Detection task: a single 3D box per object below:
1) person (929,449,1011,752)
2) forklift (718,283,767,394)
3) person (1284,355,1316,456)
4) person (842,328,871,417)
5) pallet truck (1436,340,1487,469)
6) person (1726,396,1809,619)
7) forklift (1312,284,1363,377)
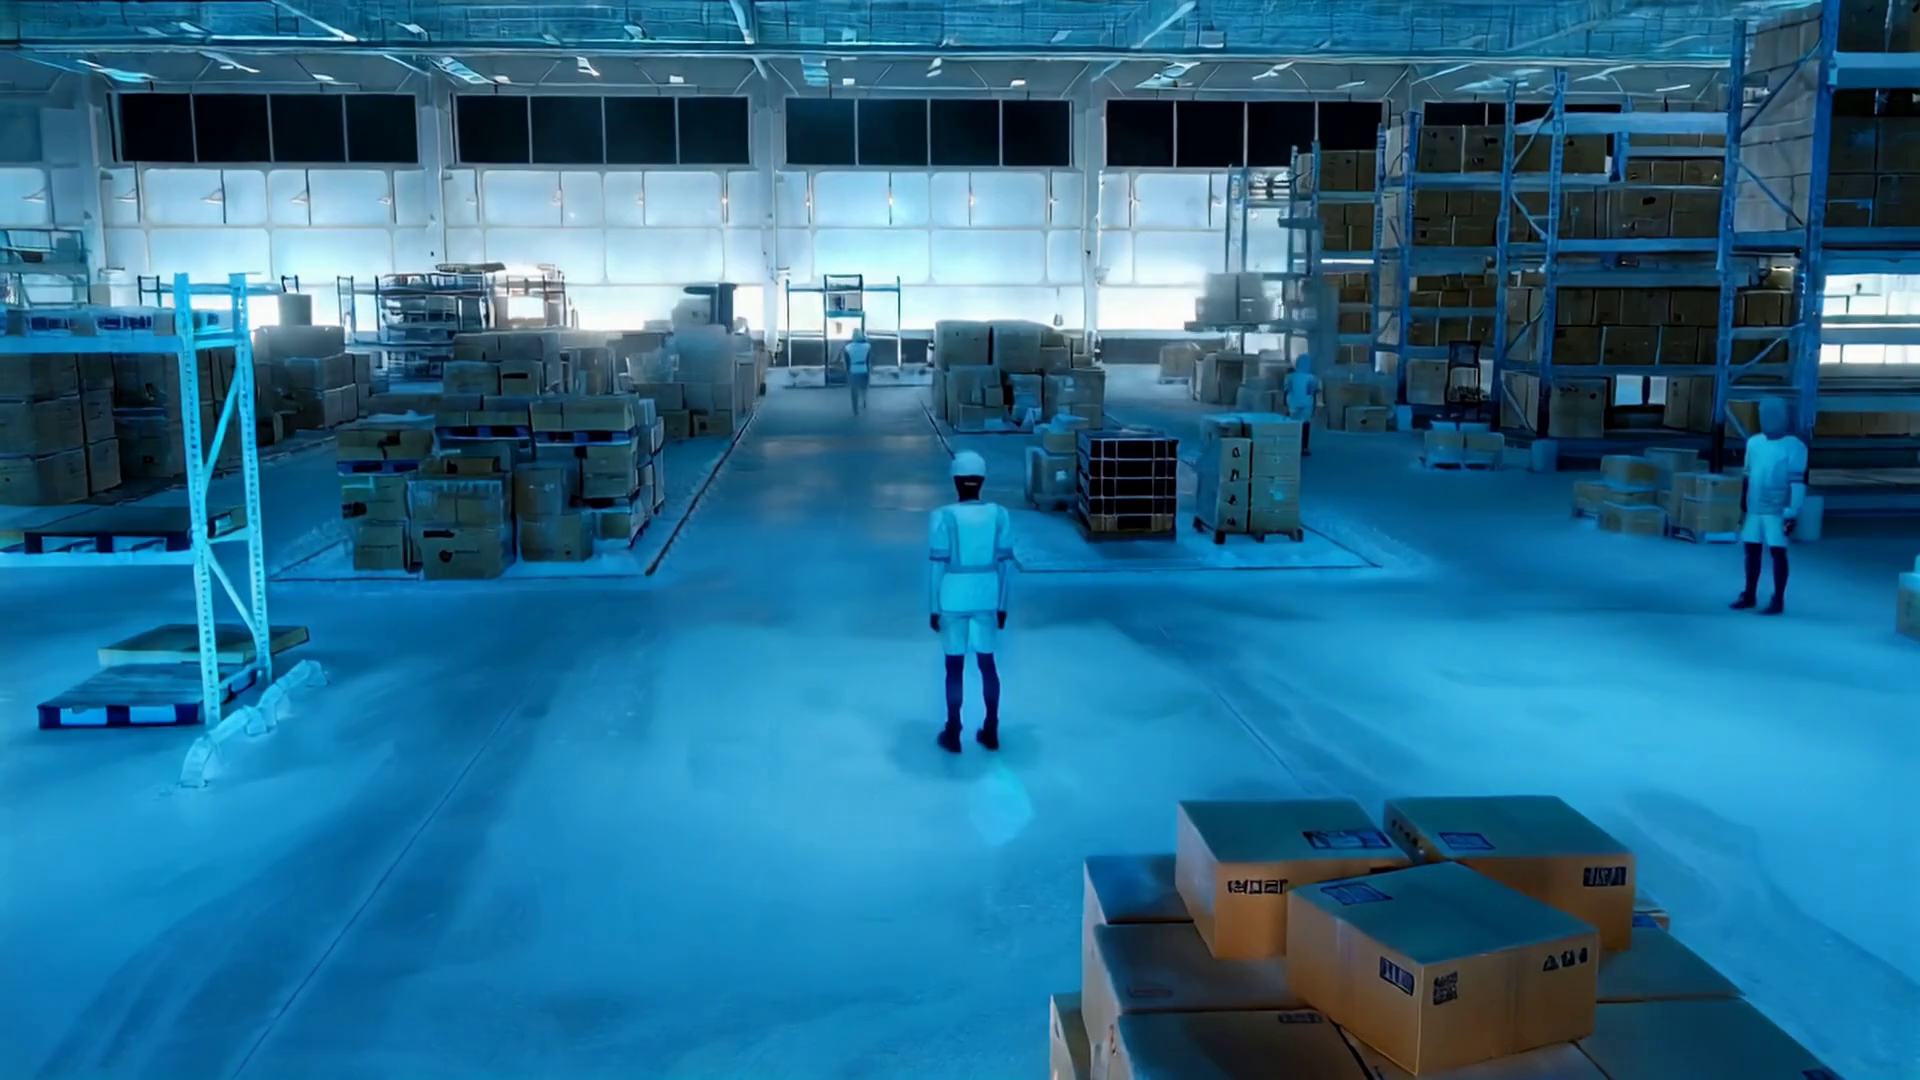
[{"bbox_3d":[0.055,0.385,10.612,0.539,1.930,0.394,-4,10,-21],"label":"person"},{"bbox_3d":[-5.830,-5.051,41.744,1.873,2.768,1.129,-1,9,-4],"label":"forklift"},{"bbox_3d":[5.692,-2.250,27.861,0.539,1.695,0.318,3,10,19],"label":"person"},{"bbox_3d":[-2.203,-3.553,35.409,0.595,1.907,0.449,-4,10,-22],"label":"person"},{"bbox_3d":[8.004,-2.170,26.422,0.823,1.965,1.885,2,9,14],"label":"pallet truck"},{"bbox_3d":[7.149,-0.288,14.704,0.363,1.962,0.611,-5,10,-26],"label":"person"},{"bbox_3d":[7.913,-4.132,35.977,1.873,2.768,1.129,-1,9,-4],"label":"forklift"}]
